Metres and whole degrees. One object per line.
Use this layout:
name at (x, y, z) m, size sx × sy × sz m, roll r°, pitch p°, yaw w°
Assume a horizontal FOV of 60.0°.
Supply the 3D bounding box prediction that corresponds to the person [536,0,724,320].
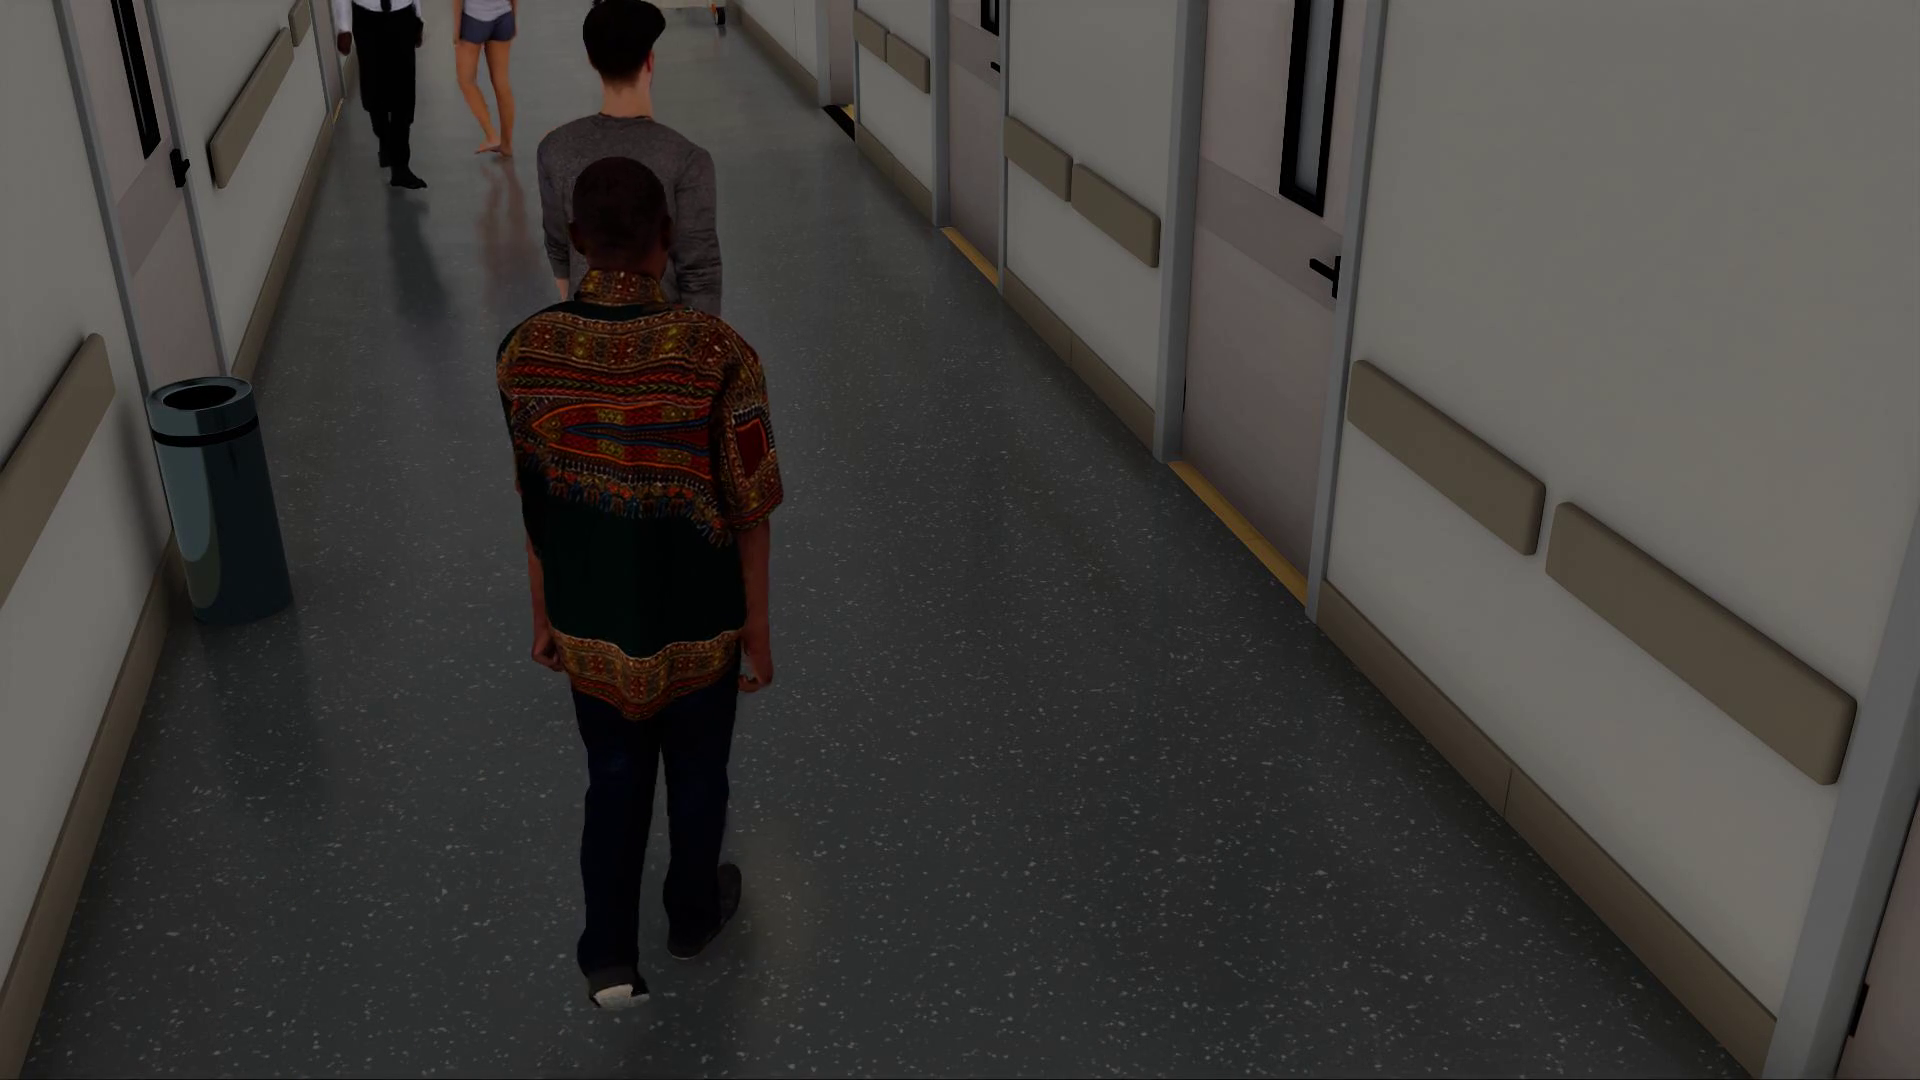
person at (-0.917, -0.446, 4.521) m, size 1.213 × 1.861 × 1.056 m, roll 3°, pitch 26°, yaw 7°

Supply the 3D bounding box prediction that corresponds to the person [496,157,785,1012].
person at (-0.638, 0.182, 3.250) m, size 0.988 × 1.793 × 0.960 m, roll 3°, pitch 26°, yaw 7°

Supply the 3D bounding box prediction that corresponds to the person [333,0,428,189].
person at (-3.490, -3.065, 10.043) m, size 1.235 × 1.783 × 0.998 m, roll -12°, pitch 28°, yaw -24°

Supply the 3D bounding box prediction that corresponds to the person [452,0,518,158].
person at (-2.961, -3.275, 10.544) m, size 0.778 × 1.726 × 0.670 m, roll 22°, pitch 33°, yaw 38°
